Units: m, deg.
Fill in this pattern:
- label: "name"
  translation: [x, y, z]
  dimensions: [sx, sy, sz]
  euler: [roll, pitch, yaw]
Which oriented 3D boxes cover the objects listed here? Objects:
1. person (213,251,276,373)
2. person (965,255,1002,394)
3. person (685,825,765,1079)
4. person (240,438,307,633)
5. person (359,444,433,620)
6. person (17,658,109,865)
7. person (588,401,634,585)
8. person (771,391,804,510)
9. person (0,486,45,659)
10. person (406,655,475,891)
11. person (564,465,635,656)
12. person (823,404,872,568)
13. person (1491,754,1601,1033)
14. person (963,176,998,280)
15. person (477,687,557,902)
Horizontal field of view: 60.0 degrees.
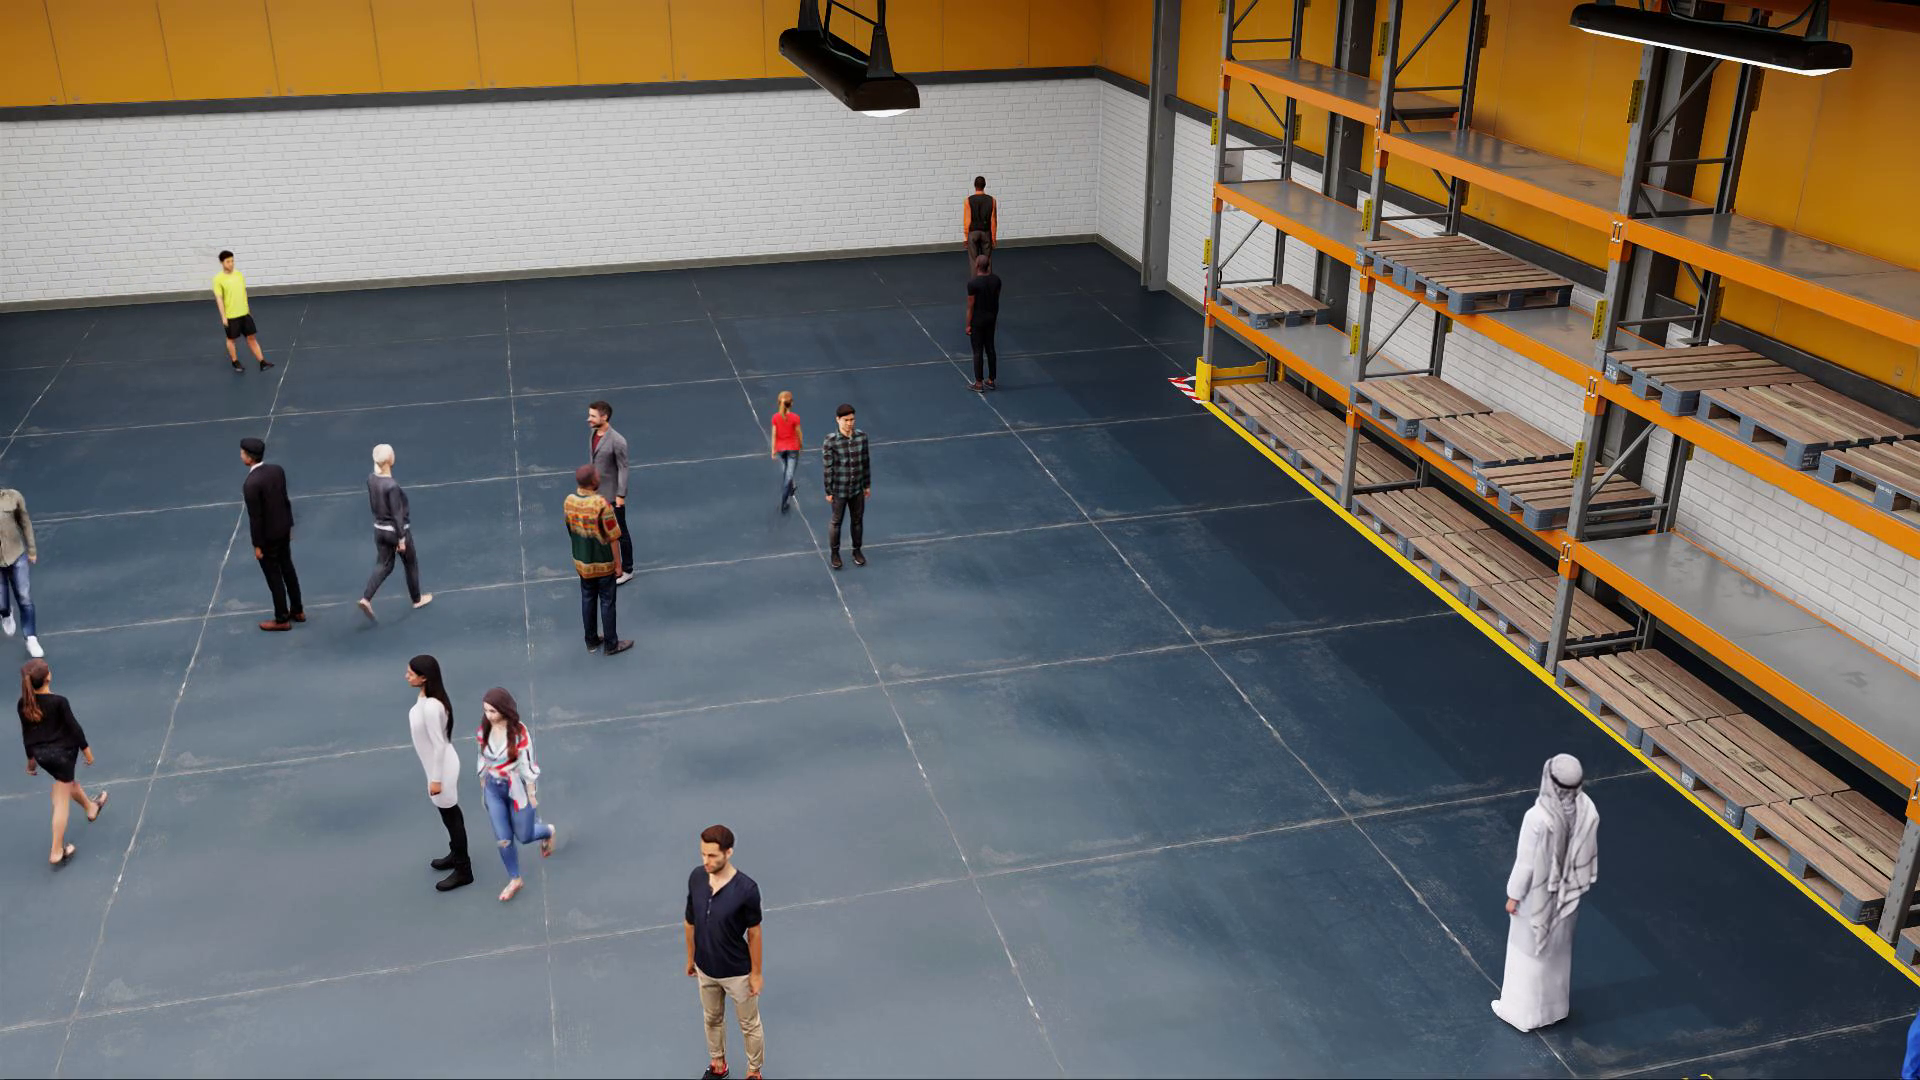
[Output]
- label: "person"
  translation: [-9.898, -3.096, 22.581]
  dimensions: [1.105, 1.678, 1.011]
  euler: [16, 28, 32]
- label: "person"
  translation: [0.301, -2.851, 21.844]
  dimensions: [0.732, 1.819, 0.676]
  euler: [-15, 28, -31]
- label: "person"
  translation: [-1.357, 2.454, 9.658]
  dimensions: [0.715, 1.859, 0.729]
  euler: [9, 25, 19]
- label: "person"
  translation: [-6.363, -0.074, 15.419]
  dimensions: [0.843, 1.877, 0.697]
  euler: [7, 24, 15]
- label: "person"
  translation: [-5.401, -0.064, 15.610]
  dimensions: [1.004, 1.705, 1.062]
  euler: [14, 27, 28]
- label: "person"
  translation: [-6.570, 1.606, 12.027]
  dimensions: [0.778, 1.515, 1.124]
  euler: [1, 24, 3]
- label: "person"
  translation: [-3.462, -0.490, 16.374]
  dimensions: [0.739, 1.874, 0.842]
  euler: [20, 30, 38]
- label: "person"
  translation: [-1.894, -0.952, 18.175]
  dimensions: [0.738, 1.278, 0.925]
  euler: [6, 24, 12]
- label: "person"
  translation: [-8.616, 0.142, 14.956]
  dimensions: [0.919, 1.852, 1.086]
  euler: [-17, 29, -34]
- label: "person"
  translation: [-3.634, 1.607, 11.659]
  dimensions: [0.670, 1.807, 0.466]
  euler: [-7, 25, -16]
- label: "person"
  translation: [-3.274, 0.174, 14.938]
  dimensions: [0.823, 1.808, 0.869]
  euler: [11, 26, 23]
- label: "person"
  translation: [-1.142, -0.565, 16.690]
  dimensions: [0.691, 1.709, 0.570]
  euler: [-10, 26, -22]
- label: "person"
  translation: [3.614, 2.169, 10.227]
  dimensions: [0.683, 1.925, 0.621]
  euler: [-7, 24, -15]
- label: "person"
  translation: [0.308, -4.740, 26.057]
  dimensions: [0.715, 1.907, 0.629]
  euler: [-4, 24, -9]
- label: "person"
  translation: [-3.106, 1.725, 11.657]
  dimensions: [0.849, 1.593, 0.968]
  euler: [7, 25, 15]
